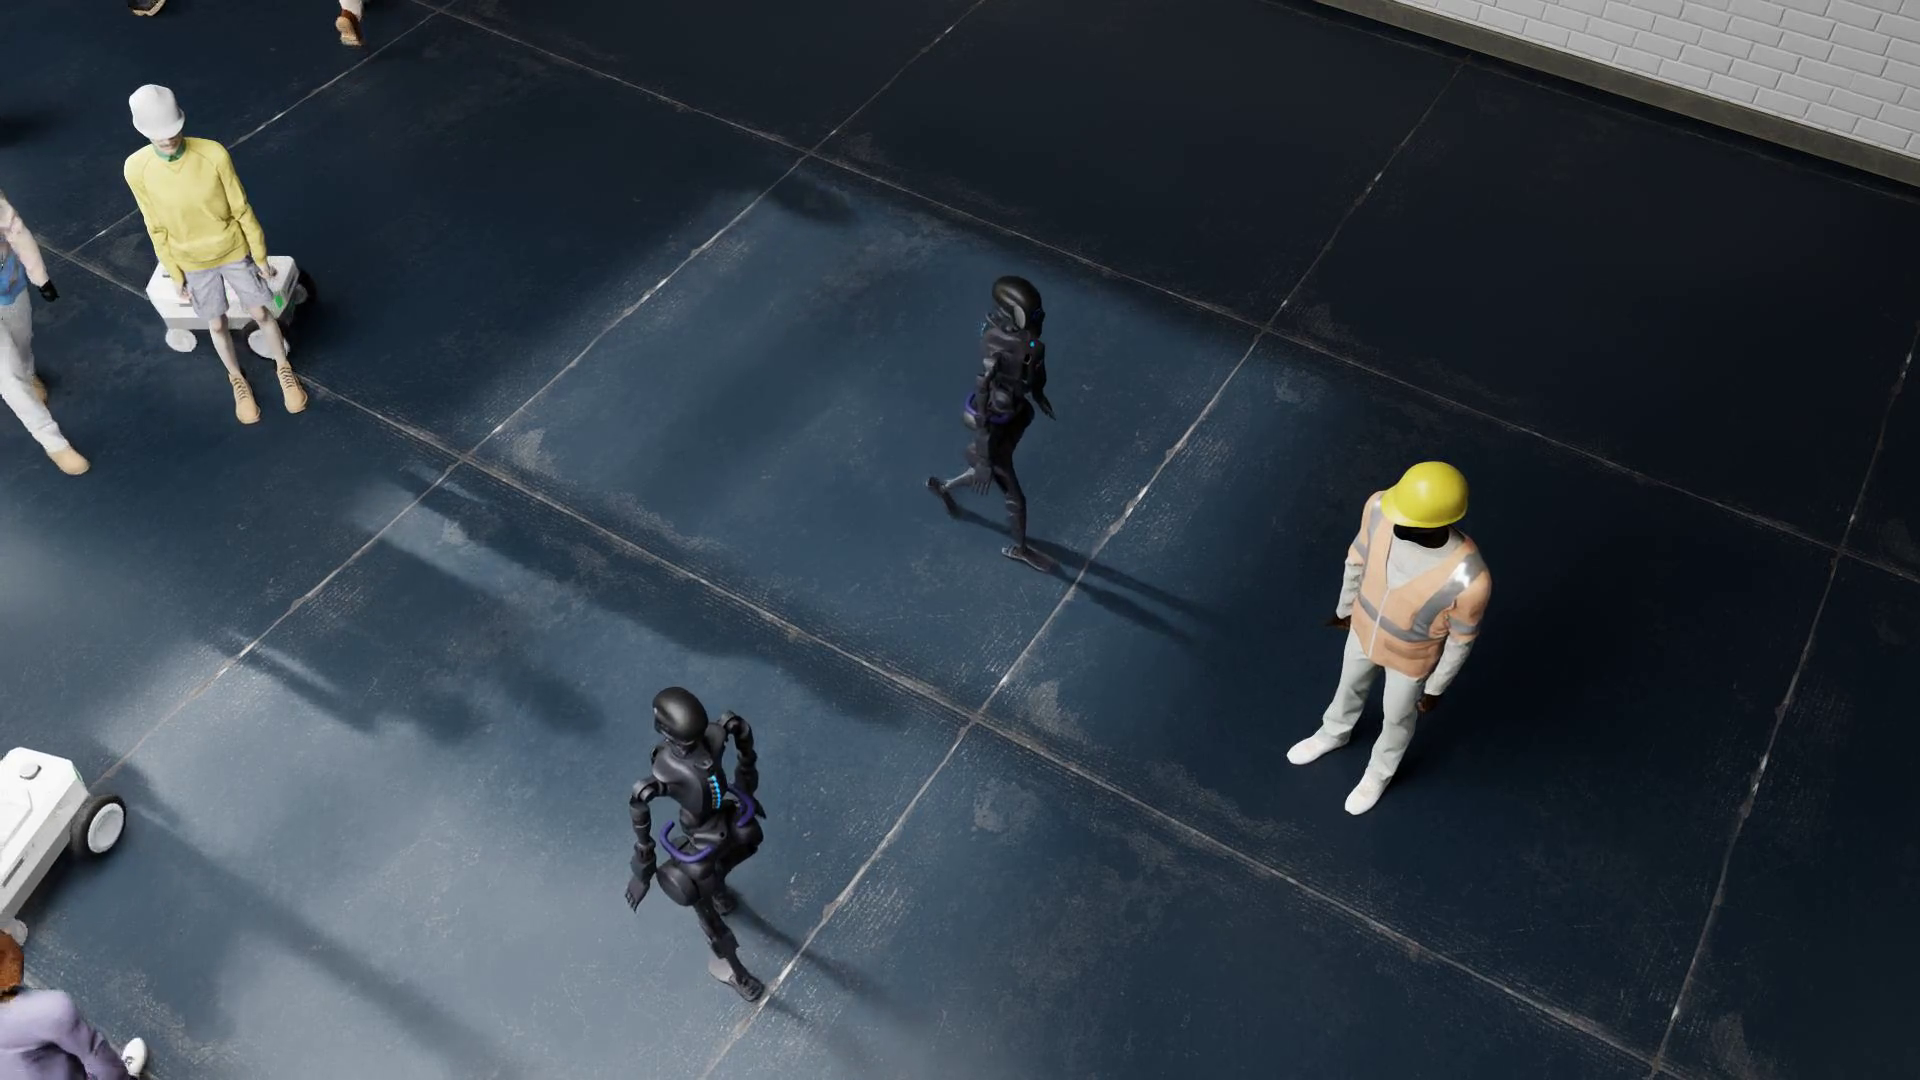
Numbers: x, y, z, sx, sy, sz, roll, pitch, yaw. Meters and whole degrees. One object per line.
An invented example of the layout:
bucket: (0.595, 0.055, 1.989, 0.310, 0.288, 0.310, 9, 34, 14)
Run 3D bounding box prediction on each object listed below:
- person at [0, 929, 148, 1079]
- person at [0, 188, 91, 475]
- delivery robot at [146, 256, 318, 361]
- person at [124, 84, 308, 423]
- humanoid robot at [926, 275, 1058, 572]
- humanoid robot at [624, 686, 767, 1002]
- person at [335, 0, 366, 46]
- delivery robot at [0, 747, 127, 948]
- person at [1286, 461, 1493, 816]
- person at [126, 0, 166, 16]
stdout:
person: (-2.957, 1.710, 5.447, 0.510, 1.581, 0.832, 2, 49, 1)
person: (-4.653, -1.203, 7.852, 0.917, 1.795, 0.635, 34, 57, 26)
delivery robot: (-3.814, -1.273, 8.751, 0.808, 0.614, 0.499, 0, 49, 0)
person: (-3.555, -1.361, 7.939, 0.483, 1.888, 0.403, -17, 51, -15)
humanoid robot: (0.137, -0.555, 7.401, 0.739, 1.647, 0.592, 22, 53, 18)
humanoid robot: (-0.963, 1.056, 5.969, 0.617, 1.642, 0.599, 35, 57, 27)
person: (-3.954, -4.011, 10.197, 0.617, 1.965, 0.820, -1, 49, -1)
delivery robot: (-3.766, 1.206, 6.566, 0.499, 0.587, 0.785, 12, 50, 10)
person: (1.661, 0.381, 6.384, 0.379, 1.924, 0.587, -29, 55, -23)
person: (-5.685, -4.147, 10.355, 0.969, 1.898, 0.590, 1, 49, 1)
